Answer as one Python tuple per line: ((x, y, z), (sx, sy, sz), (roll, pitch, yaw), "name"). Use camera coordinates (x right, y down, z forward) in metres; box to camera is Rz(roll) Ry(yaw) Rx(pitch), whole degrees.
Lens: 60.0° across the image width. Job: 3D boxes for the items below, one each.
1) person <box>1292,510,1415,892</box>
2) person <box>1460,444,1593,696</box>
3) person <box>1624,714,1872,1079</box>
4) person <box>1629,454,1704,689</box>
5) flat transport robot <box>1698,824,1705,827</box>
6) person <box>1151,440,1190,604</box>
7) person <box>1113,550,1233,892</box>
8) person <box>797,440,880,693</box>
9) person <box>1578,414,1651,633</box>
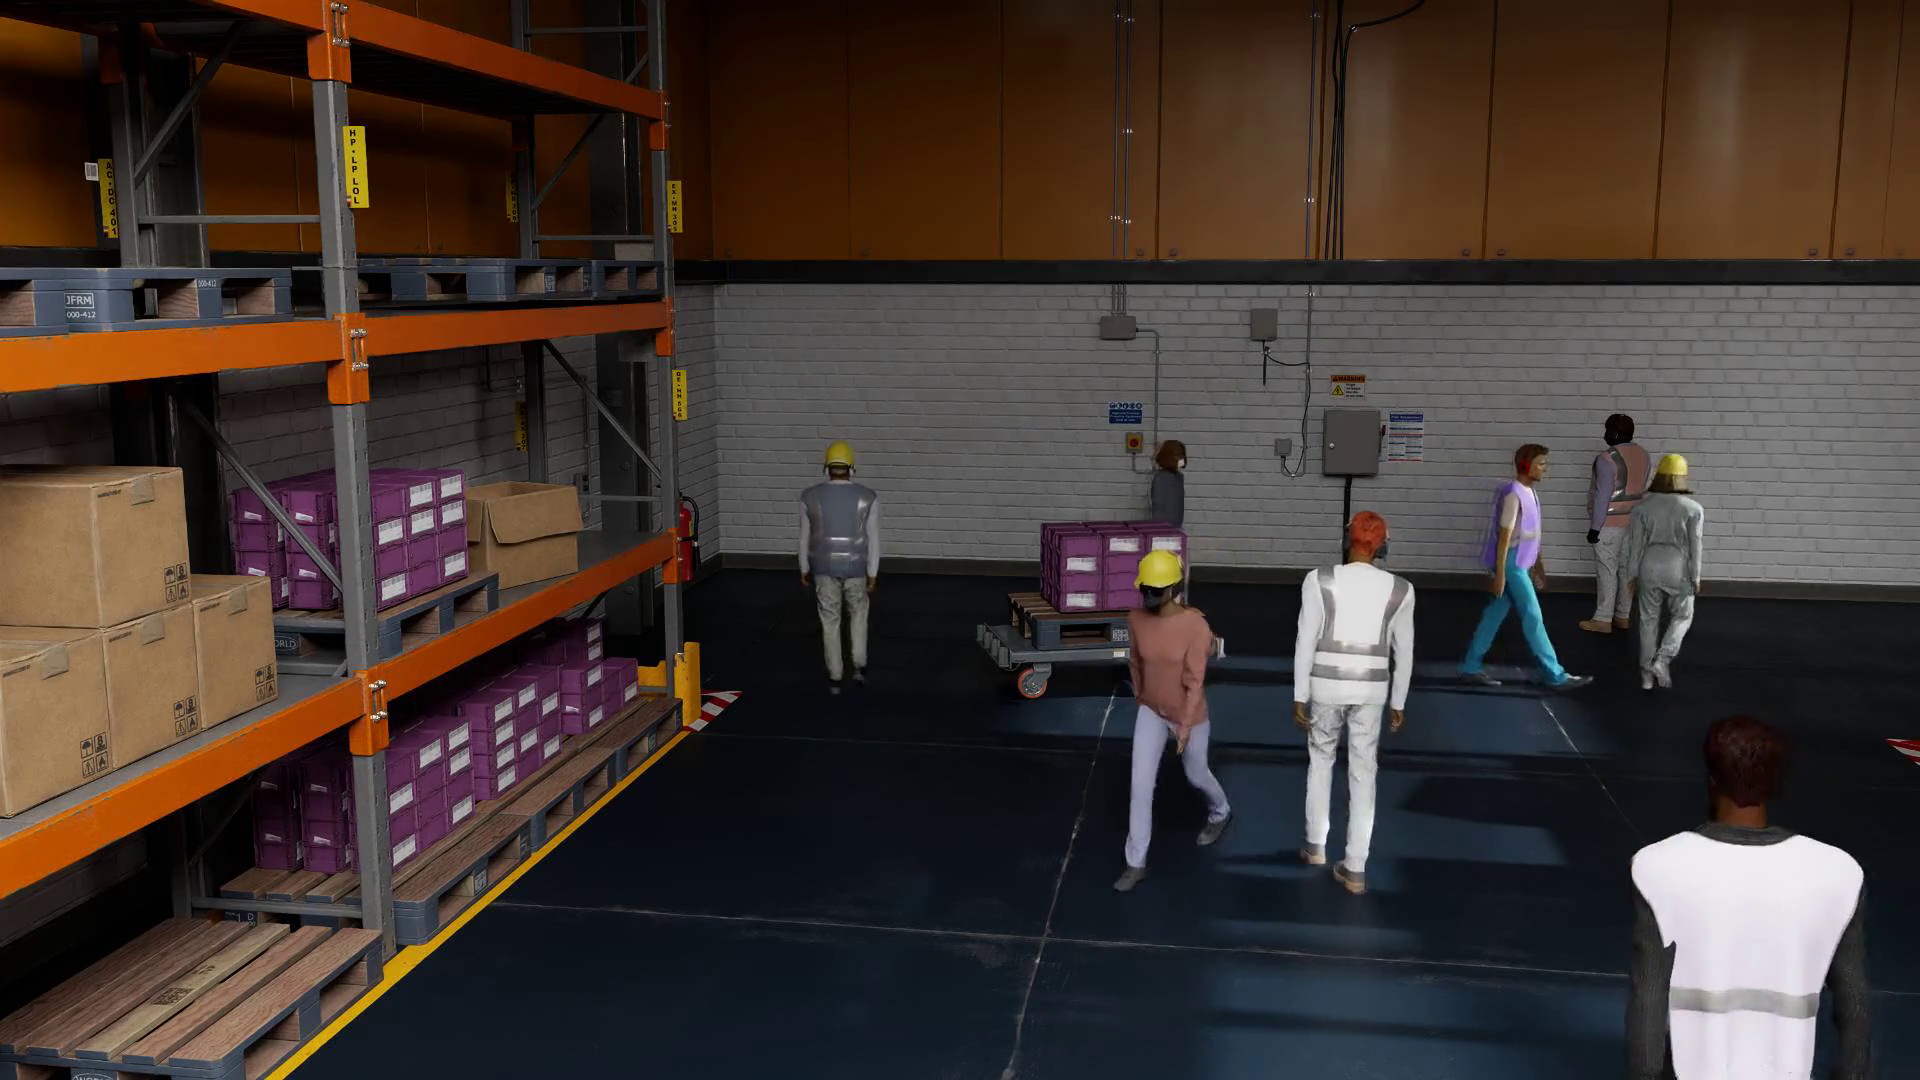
((1.953, 0.781, 8.319), (0.608, 1.831, 0.741), (1, 9, 6), "person")
((4.076, 0.216, 11.916), (0.977, 1.794, 0.592), (5, 10, 26), "person")
((2.056, 1.419, 4.297), (0.641, 1.875, 0.904), (1, 9, 7), "person")
((5.048, 0.248, 11.926), (0.490, 1.724, 0.438), (7, 11, 36), "person")
((3.714, 1.650, 7.762), (0.652, 0.197, 1.431), (5, 11, 30), "flat transport robot")
((1.731, -0.070, 14.272), (0.754, 1.606, 0.509), (7, 11, 35), "person")
((1.110, 0.844, 8.376), (0.504, 1.694, 0.938), (6, 11, 35), "person")
((-0.882, 0.183, 12.090), (0.603, 1.810, 0.601), (-1, 9, -4), "person")
((5.495, -0.143, 13.995), (0.630, 1.843, 0.429), (-7, 11, -35), "person")
